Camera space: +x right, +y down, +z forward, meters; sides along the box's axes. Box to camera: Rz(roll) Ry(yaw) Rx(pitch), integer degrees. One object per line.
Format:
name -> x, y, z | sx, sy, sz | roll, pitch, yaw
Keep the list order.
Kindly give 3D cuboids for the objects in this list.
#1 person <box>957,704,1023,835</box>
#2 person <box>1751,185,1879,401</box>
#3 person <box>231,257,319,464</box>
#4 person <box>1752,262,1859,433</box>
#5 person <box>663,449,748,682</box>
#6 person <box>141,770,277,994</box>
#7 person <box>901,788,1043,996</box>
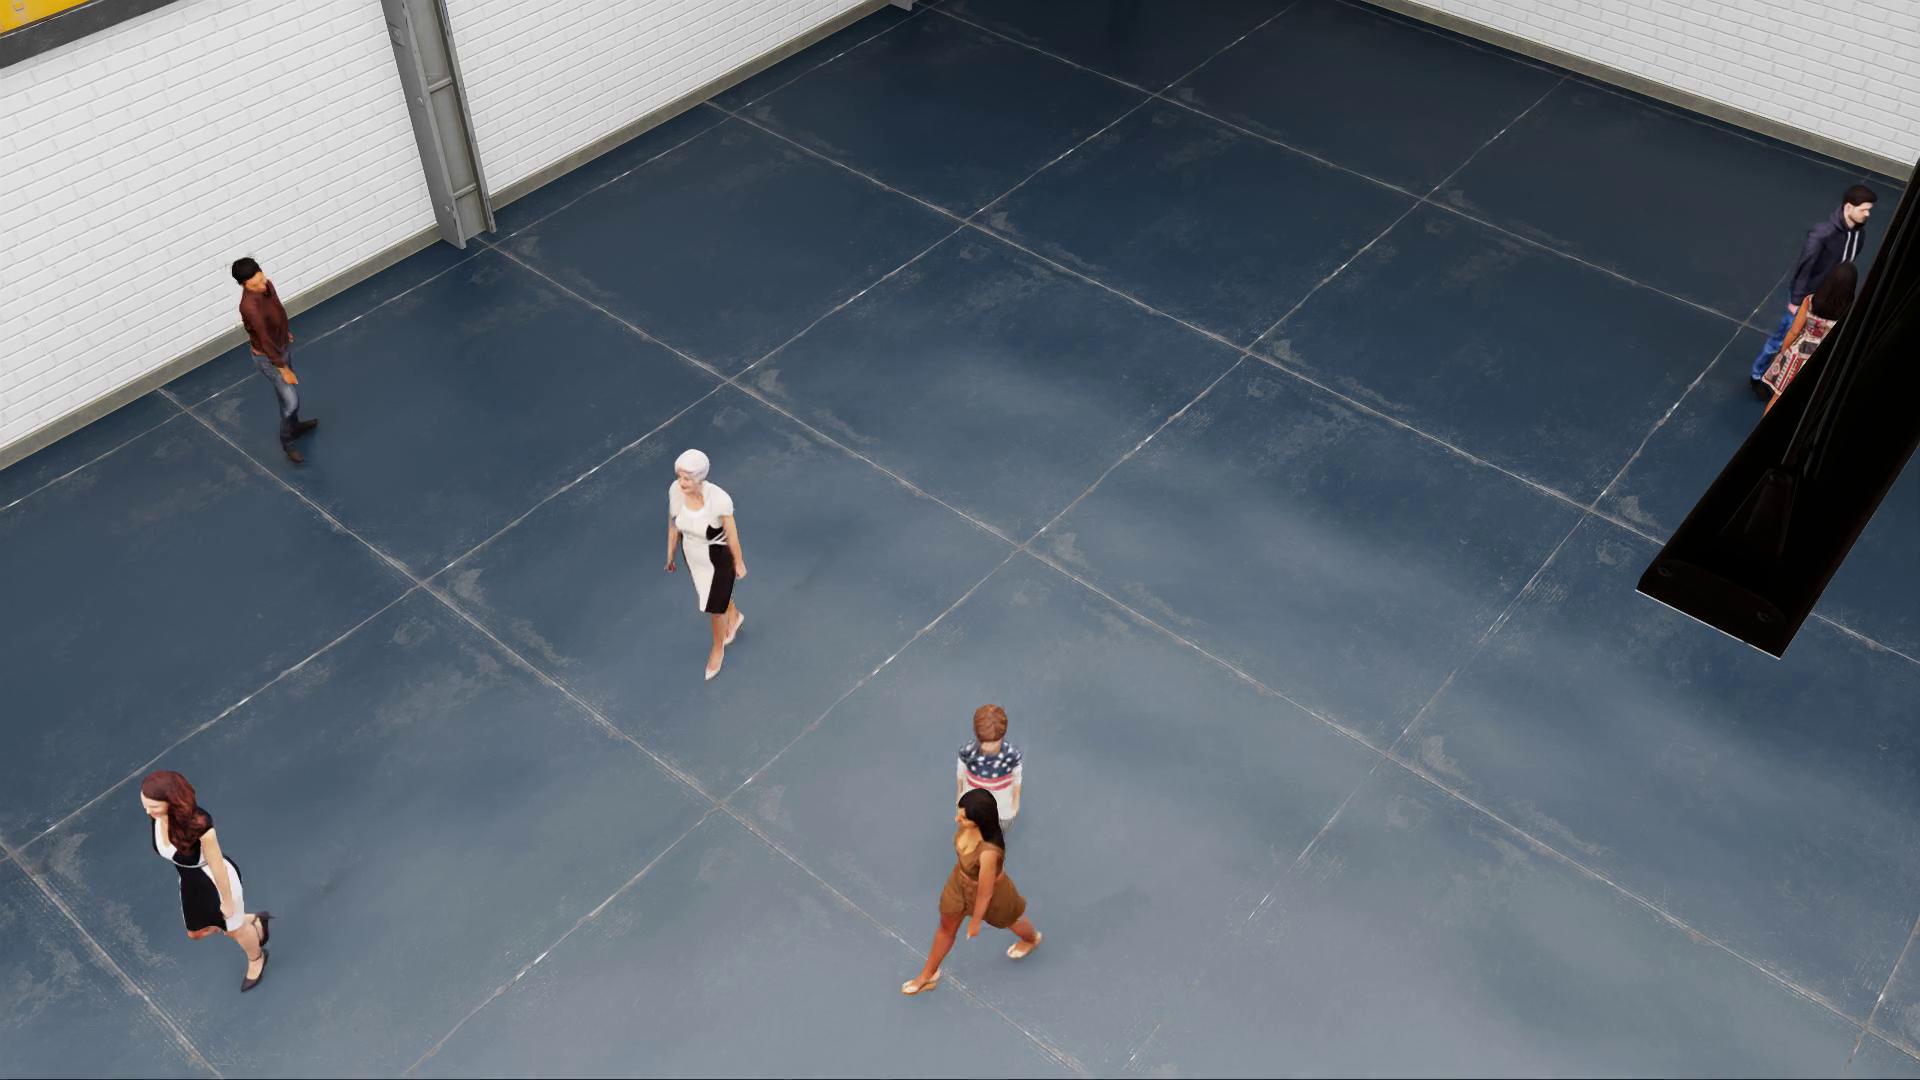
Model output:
person -> 0.172, 1.402, 9.498 | 0.829, 1.422, 0.946 | 2, 44, 2
person -> 6.463, -1.904, 12.630 | 0.673, 1.888, 0.815 | -19, 47, -19
person -> -5.029, -1.345, 12.143 | 0.795, 1.750, 0.782 | -20, 47, -20
person -> 6.234, -1.330, 12.204 | 0.715, 1.645, 0.658 | 14, 45, 15
person -> -1.547, 0.062, 10.679 | 0.720, 1.732, 0.818 | 22, 48, 21
person -> -3.927, 1.772, 8.847 | 0.691, 1.785, 0.758 | 16, 46, 16
person -> 0.199, 1.852, 8.871 | 1.147, 1.634, 0.889 | -17, 46, -17
